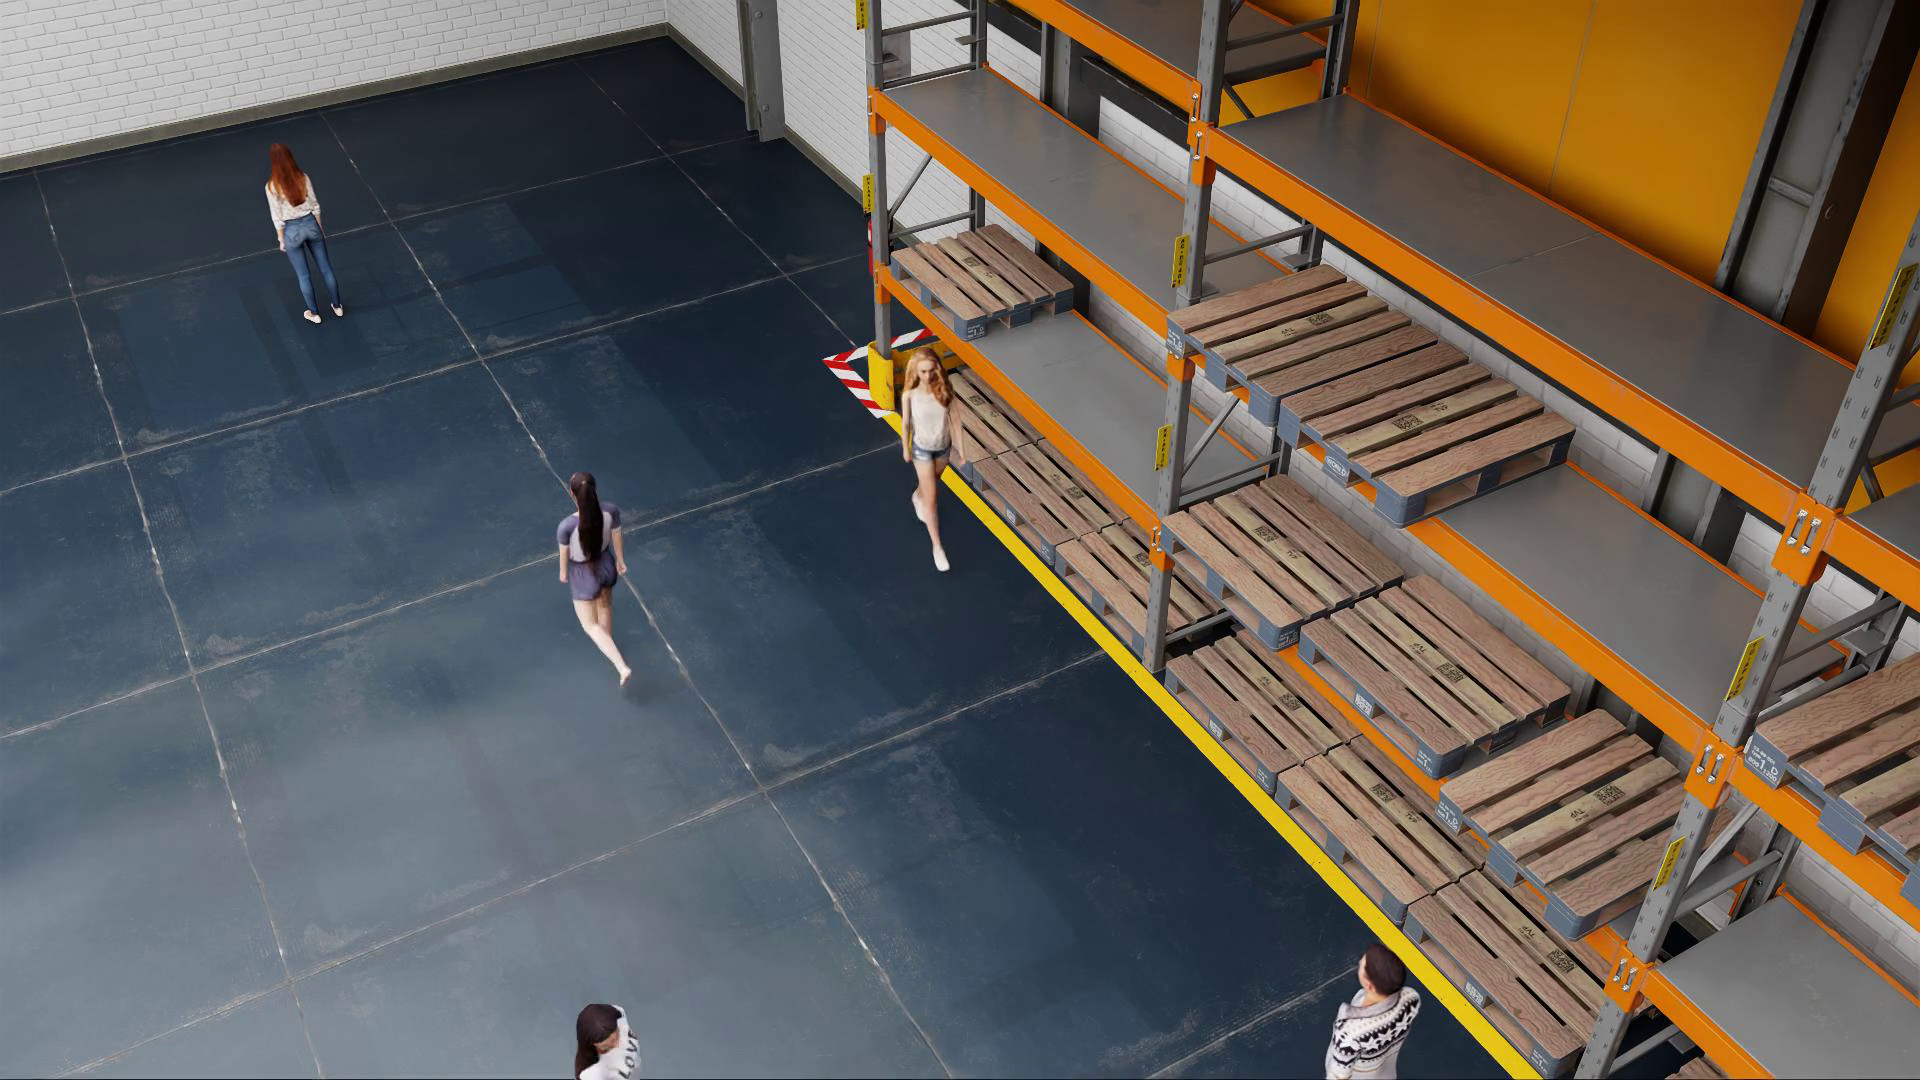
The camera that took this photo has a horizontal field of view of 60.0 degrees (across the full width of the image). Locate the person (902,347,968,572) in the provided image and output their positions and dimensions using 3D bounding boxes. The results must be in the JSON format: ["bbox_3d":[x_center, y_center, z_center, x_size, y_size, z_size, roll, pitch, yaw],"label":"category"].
[{"bbox_3d":[-0.238,-0.715,12.344,0.705,1.723,1.155,-13,40,-16],"label":"person"}]

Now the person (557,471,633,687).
[{"bbox_3d":[-2.428,0.275,11.183,0.730,1.625,0.994,-29,47,-32],"label":"person"}]

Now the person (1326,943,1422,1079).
[{"bbox_3d":[1.942,2.611,8.068,0.701,1.862,0.589,-24,45,-27],"label":"person"}]

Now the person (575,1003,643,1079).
[{"bbox_3d":[-1.720,2.714,8.030,0.932,1.750,0.878,-5,39,-7],"label":"person"}]

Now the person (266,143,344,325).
[{"bbox_3d":[-5.892,-2.754,14.893,0.601,1.728,0.543,-26,45,-28],"label":"person"}]
